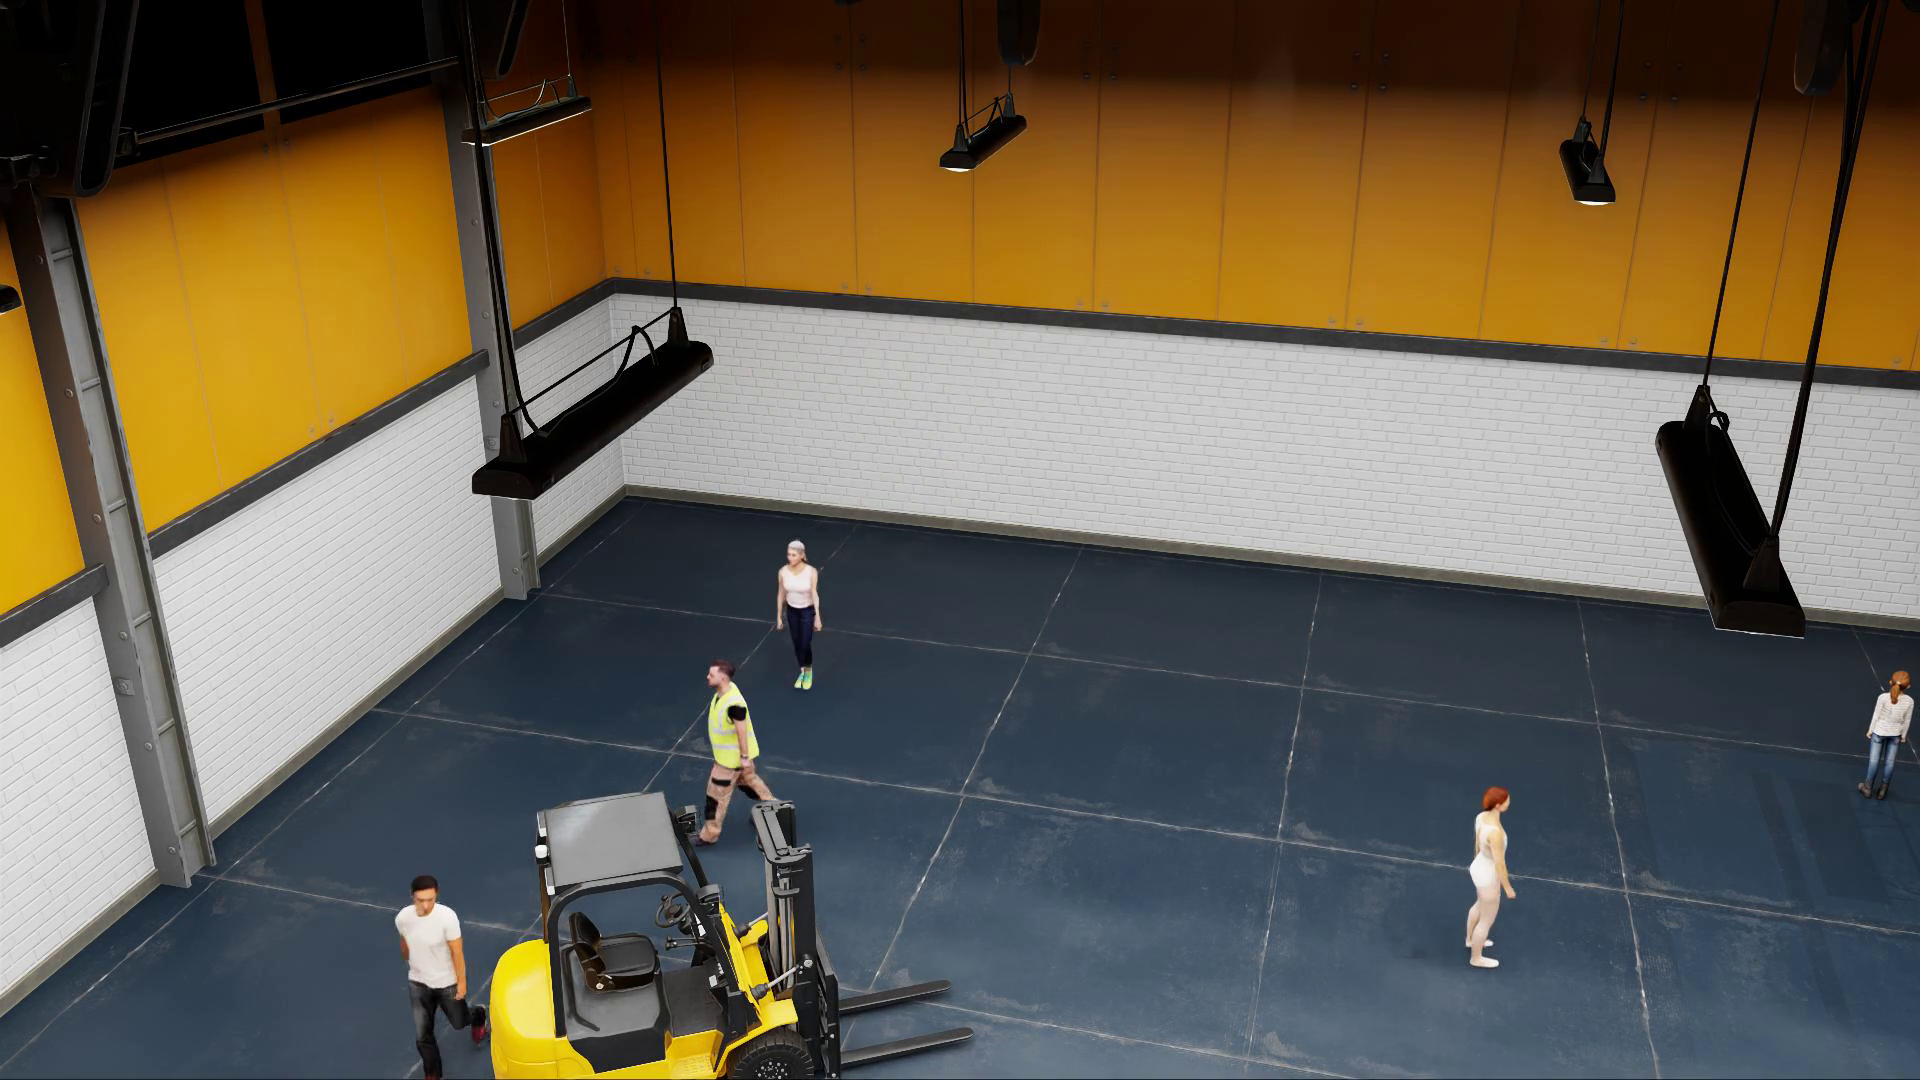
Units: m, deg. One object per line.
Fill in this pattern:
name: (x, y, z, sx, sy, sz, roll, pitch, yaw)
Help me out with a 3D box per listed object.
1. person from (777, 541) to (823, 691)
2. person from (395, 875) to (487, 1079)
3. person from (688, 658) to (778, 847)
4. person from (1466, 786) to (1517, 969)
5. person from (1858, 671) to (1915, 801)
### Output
person: (-1.652, 0.759, 17.593, 0.621, 1.689, 0.606, 7, 25, 16)
person: (-3.751, 3.130, 12.063, 0.782, 1.774, 1.061, 2, 24, 5)
person: (-1.979, 1.874, 14.892, 1.166, 1.809, 1.211, -7, 25, -16)
person: (4.155, 2.688, 13.241, 0.695, 1.640, 0.565, 0, 24, 0)
person: (8.711, 1.824, 15.623, 0.481, 1.316, 0.481, 7, 25, 16)
